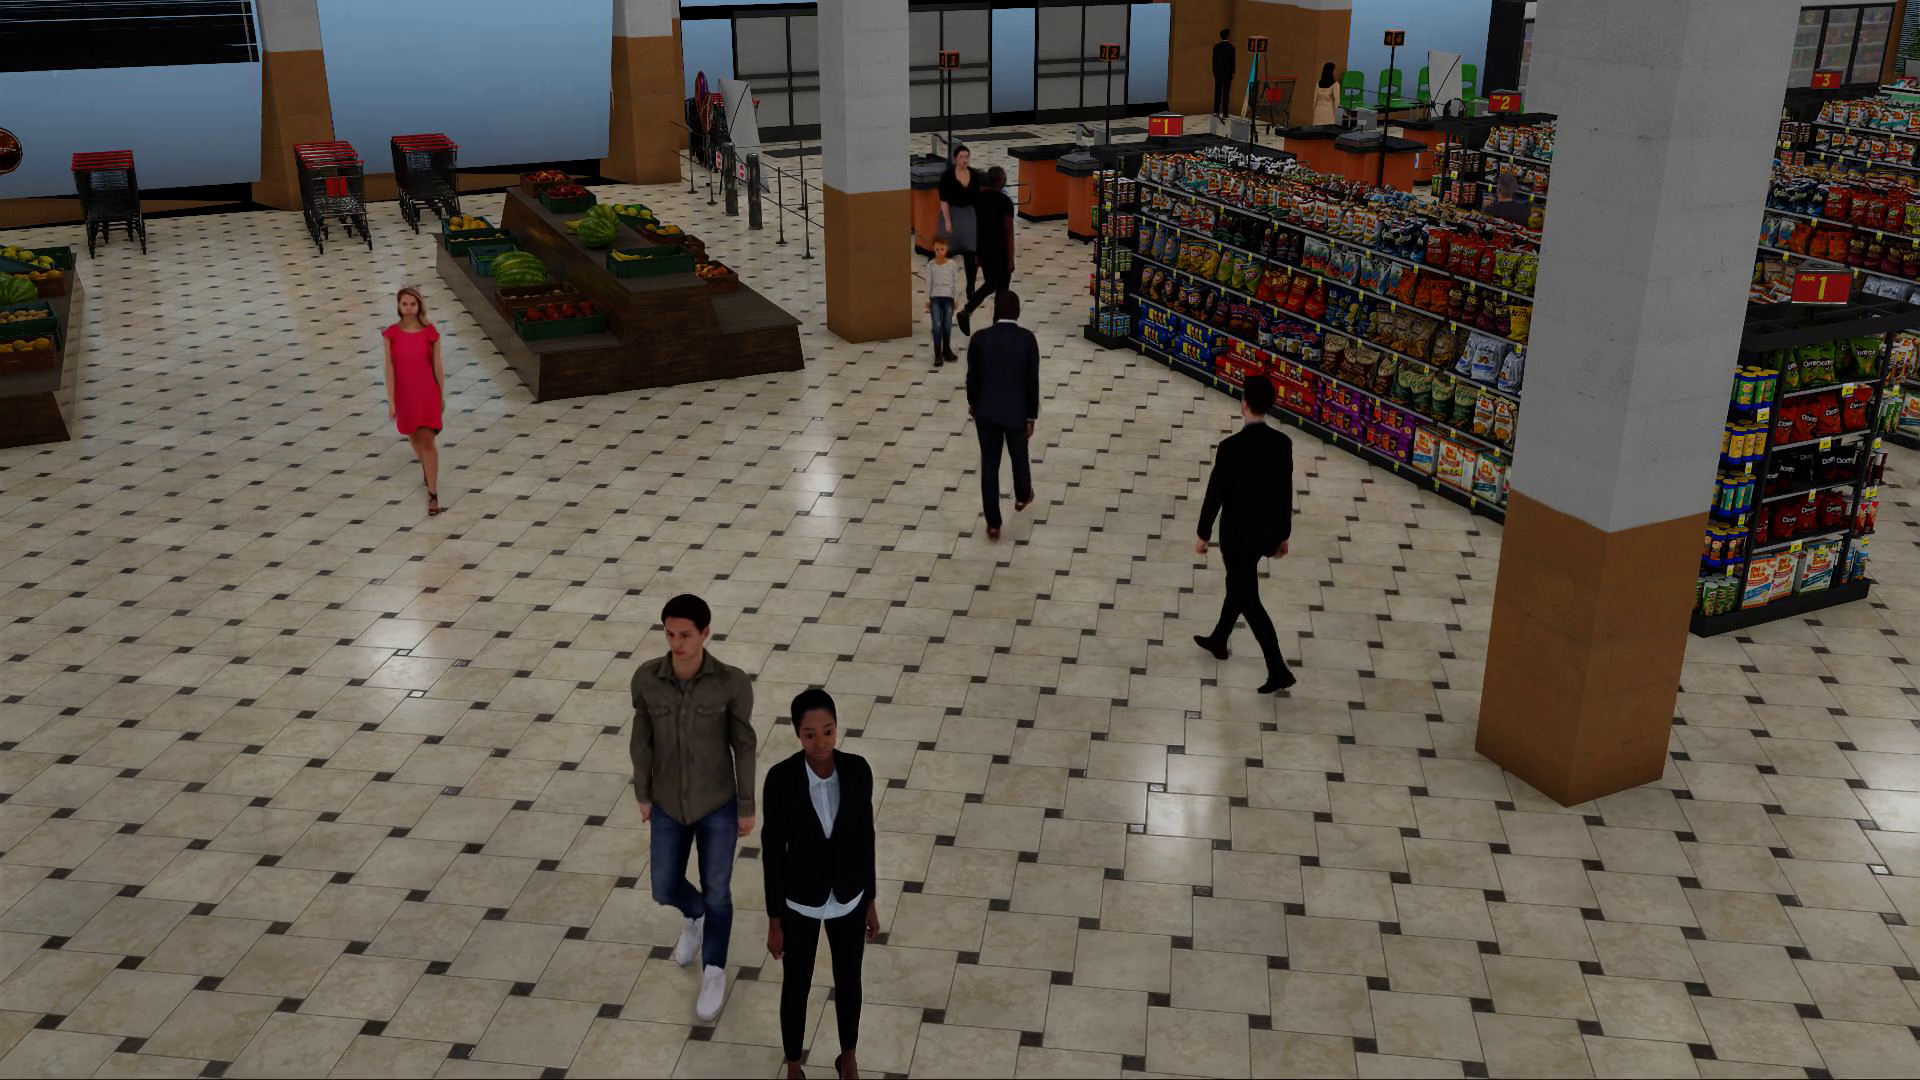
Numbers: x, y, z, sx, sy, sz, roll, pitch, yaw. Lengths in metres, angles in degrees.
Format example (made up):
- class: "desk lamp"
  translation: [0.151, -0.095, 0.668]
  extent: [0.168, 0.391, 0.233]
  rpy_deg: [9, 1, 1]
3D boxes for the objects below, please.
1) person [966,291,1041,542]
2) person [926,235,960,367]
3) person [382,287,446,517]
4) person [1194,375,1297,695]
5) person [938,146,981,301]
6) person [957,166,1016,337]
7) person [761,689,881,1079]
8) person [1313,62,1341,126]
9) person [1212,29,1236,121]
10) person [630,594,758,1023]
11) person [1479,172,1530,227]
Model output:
- class: "person"
  translation: [0.297, -0.865, 11.984]
  extent: [1.064, 1.795, 1.214]
  rpy_deg: [3, 22, 7]
- class: "person"
  translation: [-0.171, -2.388, 16.443]
  extent: [0.593, 1.296, 0.753]
  rpy_deg: [-4, 22, -11]
- class: "person"
  translation: [-4.143, -1.089, 12.690]
  extent: [0.770, 1.682, 1.111]
  rpy_deg: [-4, 22, -9]
- class: "person"
  translation: [1.735, 0.002, 9.736]
  extent: [0.768, 1.860, 1.241]
  rpy_deg: [-13, 25, -28]
- class: "person"
  translation: [-0.049, -3.593, 18.895]
  extent: [0.766, 1.703, 1.161]
  rpy_deg: [-7, 23, -17]
- class: "person"
  translation: [0.287, -2.898, 17.027]
  extent: [0.907, 1.806, 0.963]
  rpy_deg: [-20, 29, -40]
- class: "person"
  translation: [-0.522, 1.402, 6.287]
  extent: [0.605, 1.834, 0.537]
  rpy_deg: [-7, 23, -18]
- class: "person"
  translation: [6.023, -7.000, 27.405]
  extent: [0.771, 1.681, 0.588]
  rpy_deg: [-20, 29, -40]
- class: "person"
  translation: [5.186, -9.181, 32.769]
  extent: [0.661, 1.728, 0.770]
  rpy_deg: [13, 25, 30]
- class: "person"
  translation: [-1.108, 1.073, 7.073]
  extent: [0.918, 1.859, 1.003]
  rpy_deg: [2, 22, 4]
- class: "person"
  translation: [5.353, -2.689, 16.526]
  extent: [0.893, 1.792, 1.243]
  rpy_deg: [-5, 22, -12]
